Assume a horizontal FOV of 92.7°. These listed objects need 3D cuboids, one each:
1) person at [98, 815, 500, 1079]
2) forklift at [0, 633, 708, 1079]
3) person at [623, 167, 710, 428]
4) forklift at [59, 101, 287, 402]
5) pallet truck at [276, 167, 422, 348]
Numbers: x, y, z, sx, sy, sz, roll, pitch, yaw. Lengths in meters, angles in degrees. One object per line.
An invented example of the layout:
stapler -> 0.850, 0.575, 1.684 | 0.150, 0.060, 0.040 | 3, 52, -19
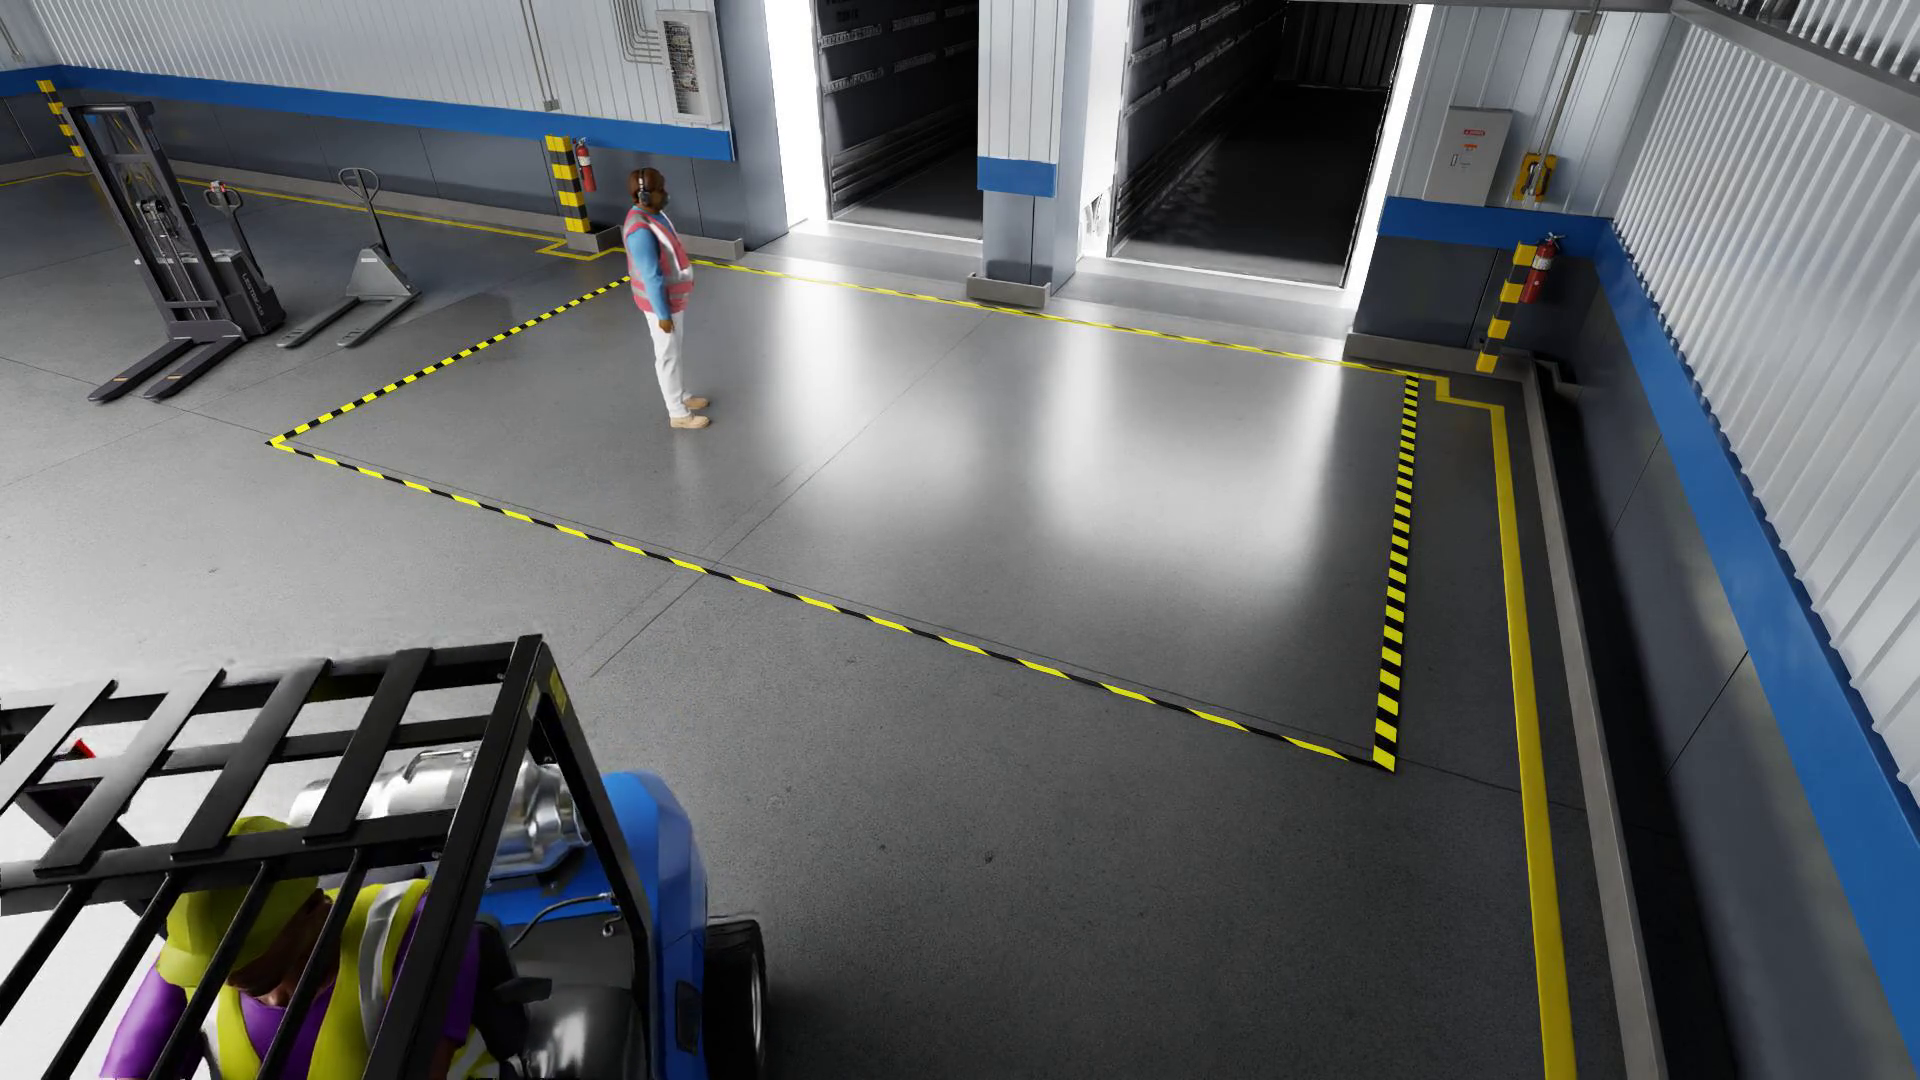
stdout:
person -> -1.202, 1.234, 1.618 | 0.635, 1.294, 1.004 | -5, 35, -7
forklift -> -1.204, 1.353, 1.774 | 1.157, 2.036, 2.680 | -5, 35, -7
person -> -2.111, -1.718, 6.611 | 0.431, 1.844, 0.623 | -5, 35, -8
forklift -> -6.686, -2.387, 7.434 | 0.823, 1.965, 1.885 | -3, 35, -5
pallet truck -> -5.732, -2.611, 8.414 | 0.680, 1.201, 1.601 | -1, 35, -1
